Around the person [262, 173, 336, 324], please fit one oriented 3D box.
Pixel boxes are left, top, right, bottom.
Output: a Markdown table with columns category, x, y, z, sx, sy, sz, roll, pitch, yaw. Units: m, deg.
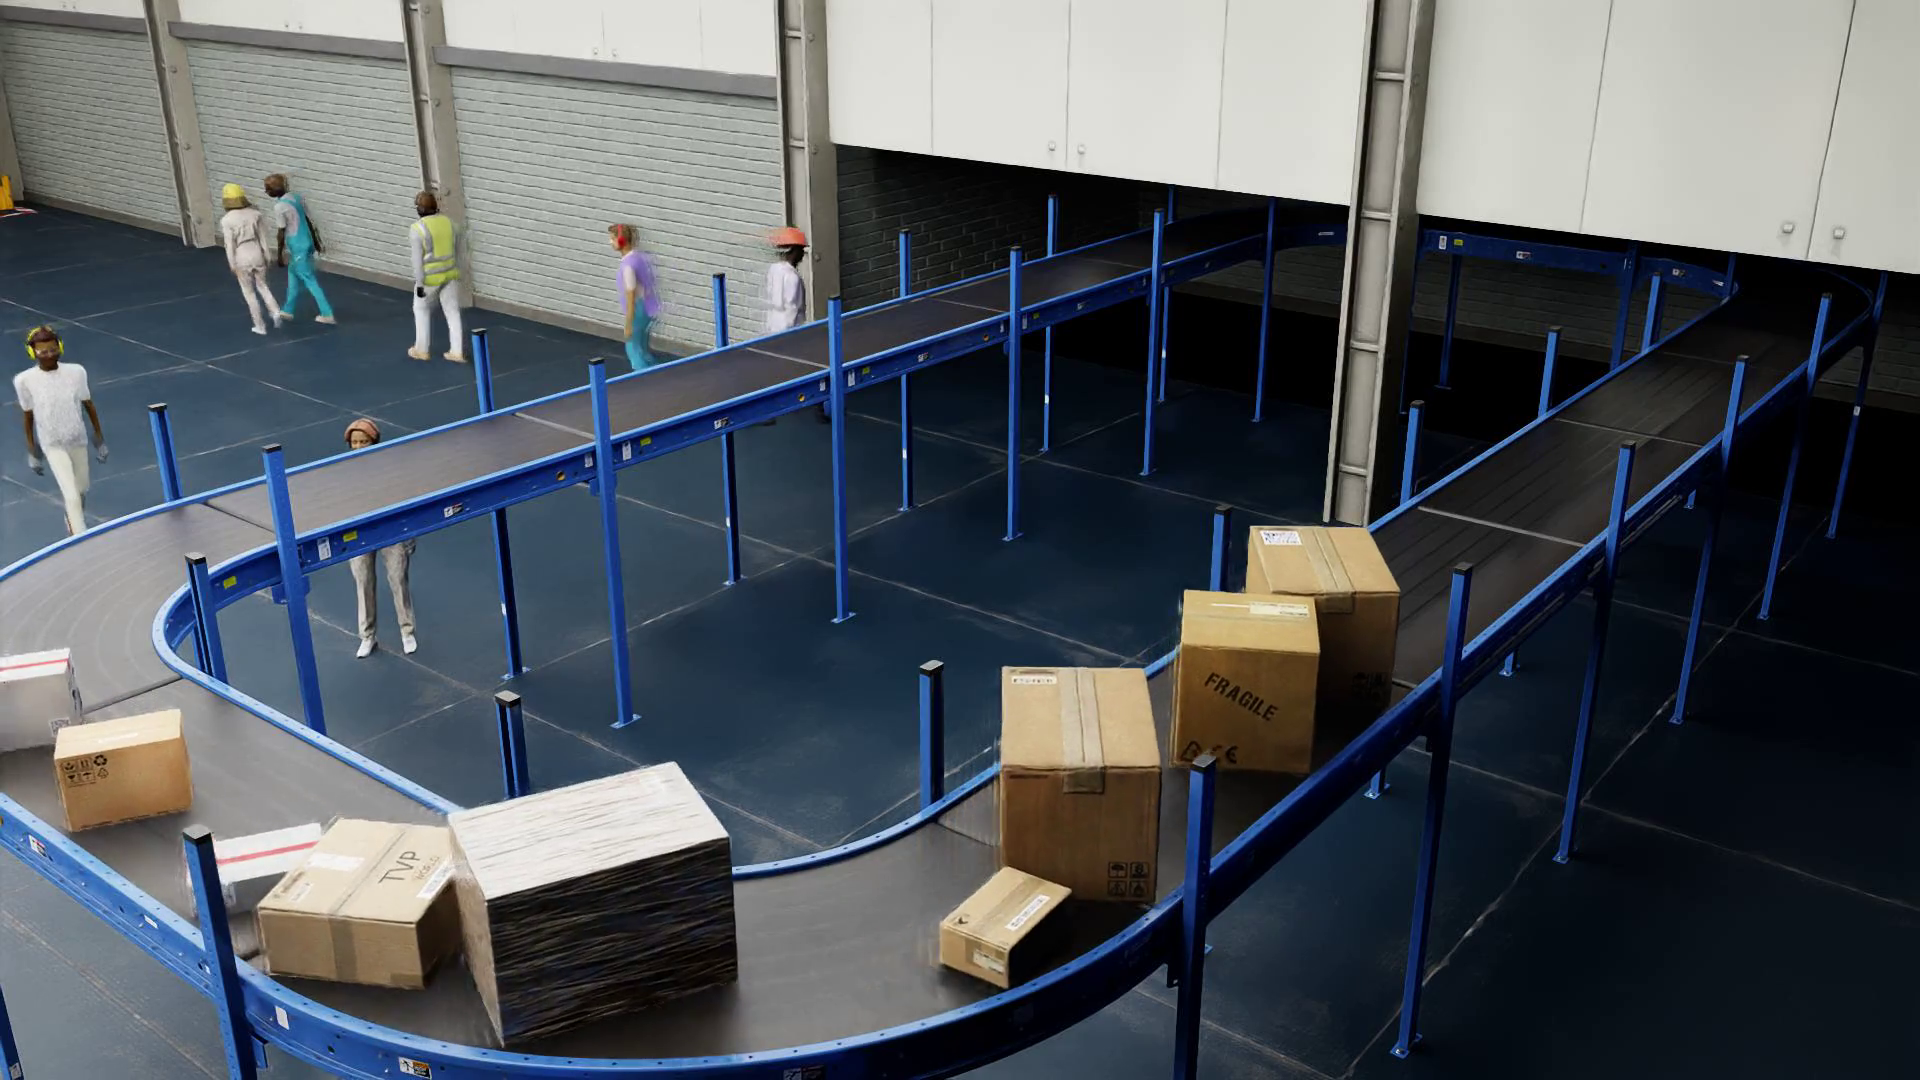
| category | x | y | z | sx | sy | sz | roll | pitch | yaw |
| --- | --- | --- | --- | --- | --- | --- | --- | --- | --- |
| person | -7.771 | -3.375 | 19.323 | 0.862 | 1.784 | 0.595 | 0 | 21 | 0 |

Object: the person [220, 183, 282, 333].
| category | x | y | z | sx | sy | sz | roll | pitch | yaw |
| --- | --- | --- | --- | --- | --- | --- | --- | --- | --- |
| person | -8.099 | -3.188 | 18.926 | 0.438 | 1.718 | 0.507 | 16 | 27 | 35 |

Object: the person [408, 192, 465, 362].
| category | x | y | z | sx | sy | sz | roll | pitch | yaw |
| --- | --- | --- | --- | --- | --- | --- | --- | --- | --- |
| person | -5.711 | -2.830 | 17.897 | 0.803 | 1.812 | 0.663 | 13 | 25 | 30 |

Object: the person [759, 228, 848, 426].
| category | x | y | z | sx | sy | sz | roll | pitch | yaw |
| --- | --- | --- | --- | --- | --- | --- | --- | --- | --- |
| person | -1.621 | -1.993 | 15.710 | 0.968 | 1.886 | 0.537 | -10 | 24 | -23 |

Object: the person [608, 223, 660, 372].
| category | x | y | z | sx | sy | sz | roll | pitch | yaw |
| --- | --- | --- | --- | --- | --- | --- | --- | --- | --- |
| person | -3.146 | -2.186 | 16.255 | 0.454 | 1.822 | 0.616 | -2 | 22 | -5 |

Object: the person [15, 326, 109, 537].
| category | x | y | z | sx | sy | sz | roll | pitch | yaw |
| --- | --- | --- | --- | --- | --- | --- | --- | --- | --- |
| person | -6.762 | -0.736 | 12.556 | 0.524 | 1.845 | 0.875 | -20 | 29 | -40 |

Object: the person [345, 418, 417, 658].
| category | x | y | z | sx | sy | sz | roll | pitch | yaw |
| --- | --- | --- | --- | --- | --- | --- | --- | --- | --- |
| person | -3.850 | -0.018 | 10.992 | 0.514 | 1.641 | 0.315 | -4 | 22 | -10 |
